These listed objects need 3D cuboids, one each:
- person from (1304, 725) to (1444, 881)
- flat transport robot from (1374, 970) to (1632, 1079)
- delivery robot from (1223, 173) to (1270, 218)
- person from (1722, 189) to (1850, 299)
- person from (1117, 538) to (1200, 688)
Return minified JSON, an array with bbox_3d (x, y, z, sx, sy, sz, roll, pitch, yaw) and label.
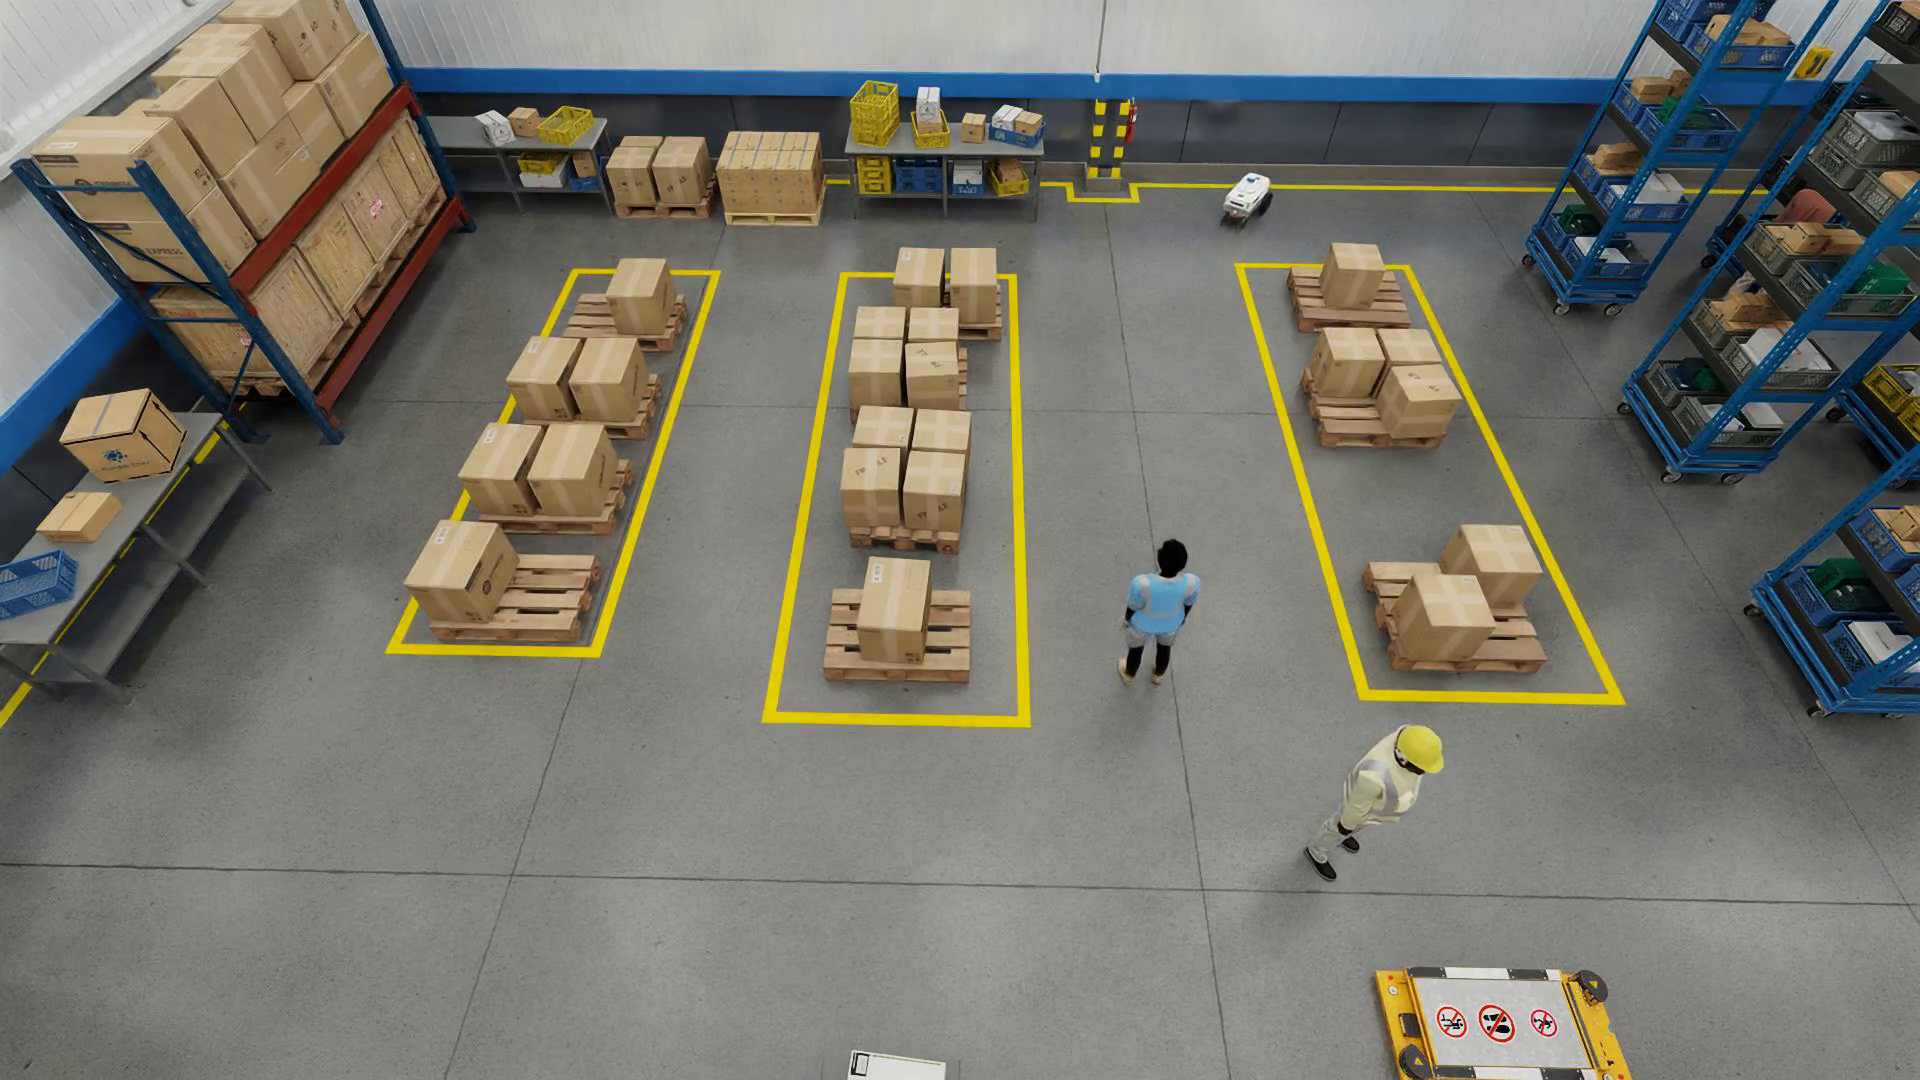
[{"bbox_3d":[2.737,1.714,6.069,0.602,1.830,0.404,-34,58,-25],"label":"person"},{"bbox_3d":[3.501,3.133,5.914,1.431,0.197,0.652,1,51,1],"label":"flat transport robot"},{"bbox_3d":[3.726,-4.487,11.886,0.477,0.478,0.707,28,56,21],"label":"delivery robot"},{"bbox_3d":[8.961,-3.108,9.910,0.411,1.980,0.629,-19,53,-15],"label":"person"},{"bbox_3d":[1.510,0.599,7.065,0.540,1.695,0.317,-2,51,-2],"label":"person"}]
